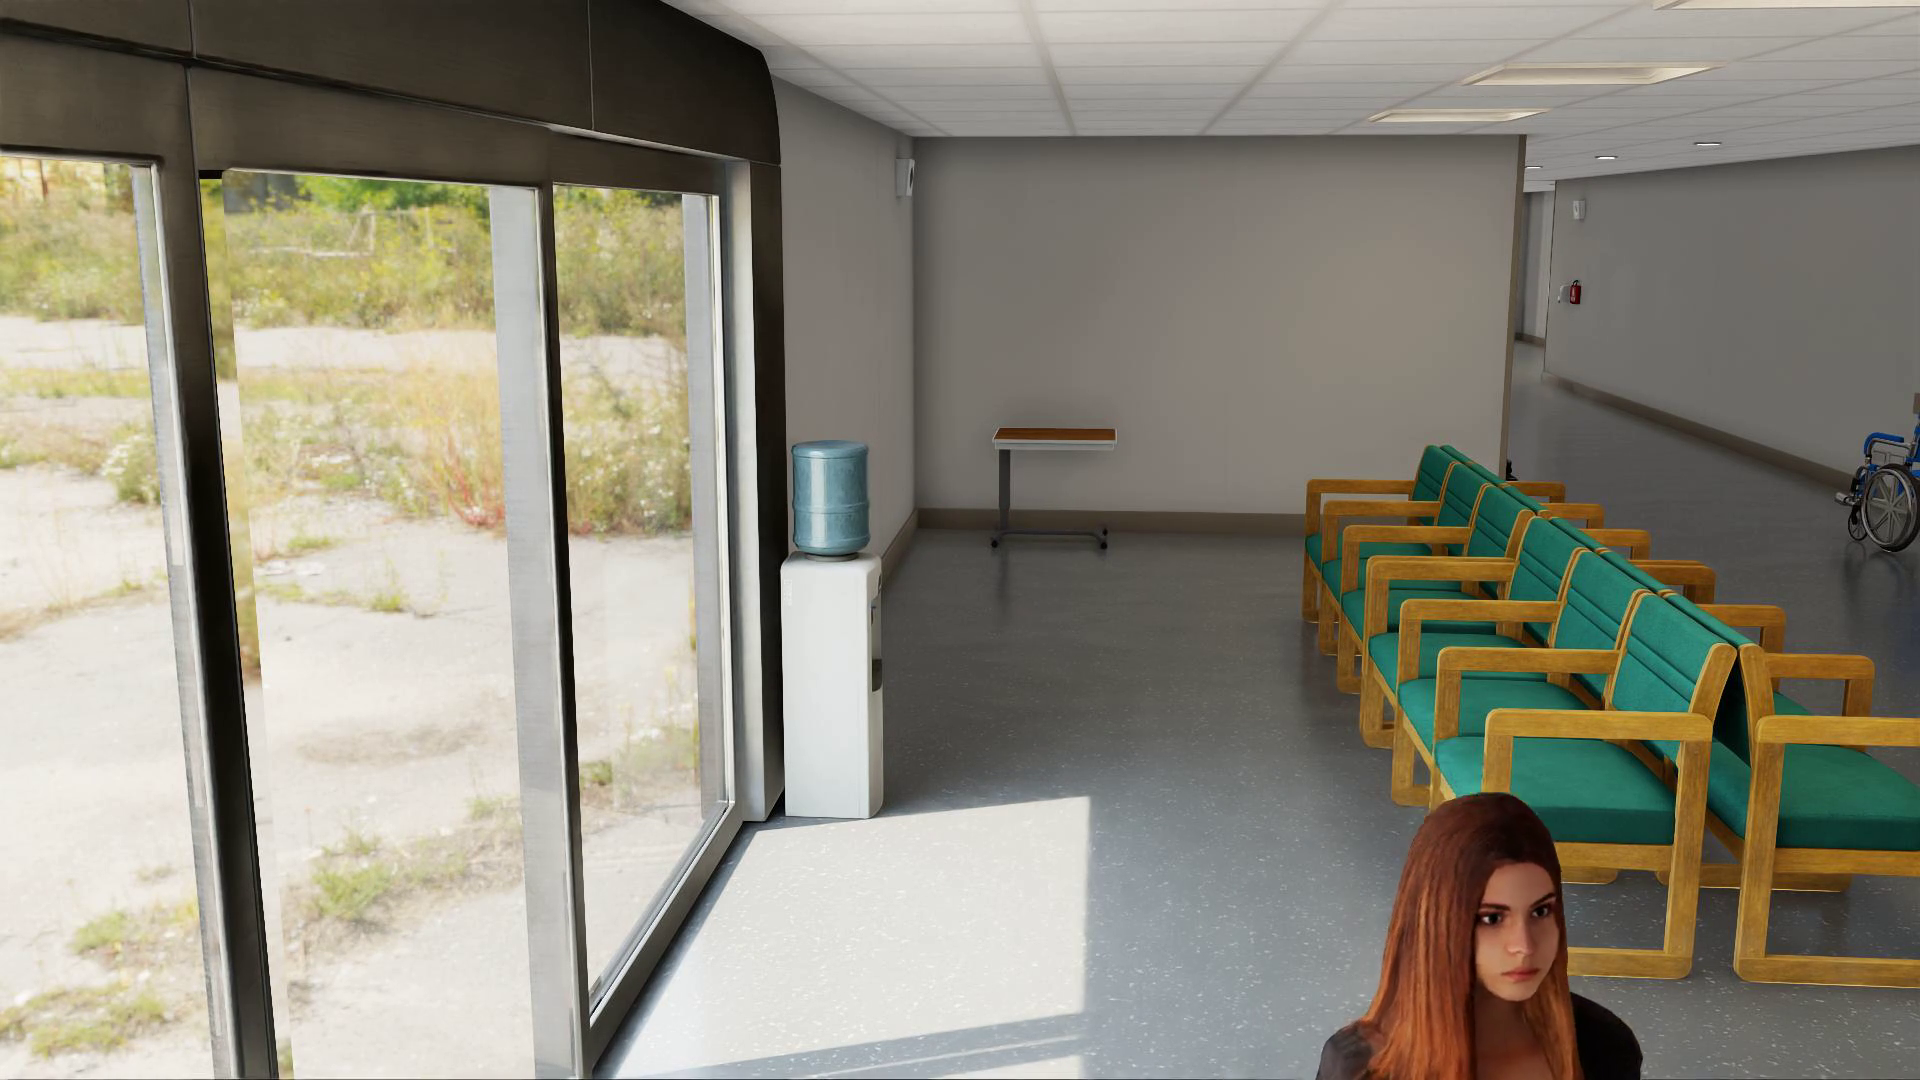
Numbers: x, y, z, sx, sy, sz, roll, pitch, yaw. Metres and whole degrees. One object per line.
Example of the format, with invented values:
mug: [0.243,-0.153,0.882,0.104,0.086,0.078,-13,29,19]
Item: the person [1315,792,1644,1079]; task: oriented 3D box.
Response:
person: [0.643,1.120,2.157,1.062,1.678,0.875,-2,11,-12]
